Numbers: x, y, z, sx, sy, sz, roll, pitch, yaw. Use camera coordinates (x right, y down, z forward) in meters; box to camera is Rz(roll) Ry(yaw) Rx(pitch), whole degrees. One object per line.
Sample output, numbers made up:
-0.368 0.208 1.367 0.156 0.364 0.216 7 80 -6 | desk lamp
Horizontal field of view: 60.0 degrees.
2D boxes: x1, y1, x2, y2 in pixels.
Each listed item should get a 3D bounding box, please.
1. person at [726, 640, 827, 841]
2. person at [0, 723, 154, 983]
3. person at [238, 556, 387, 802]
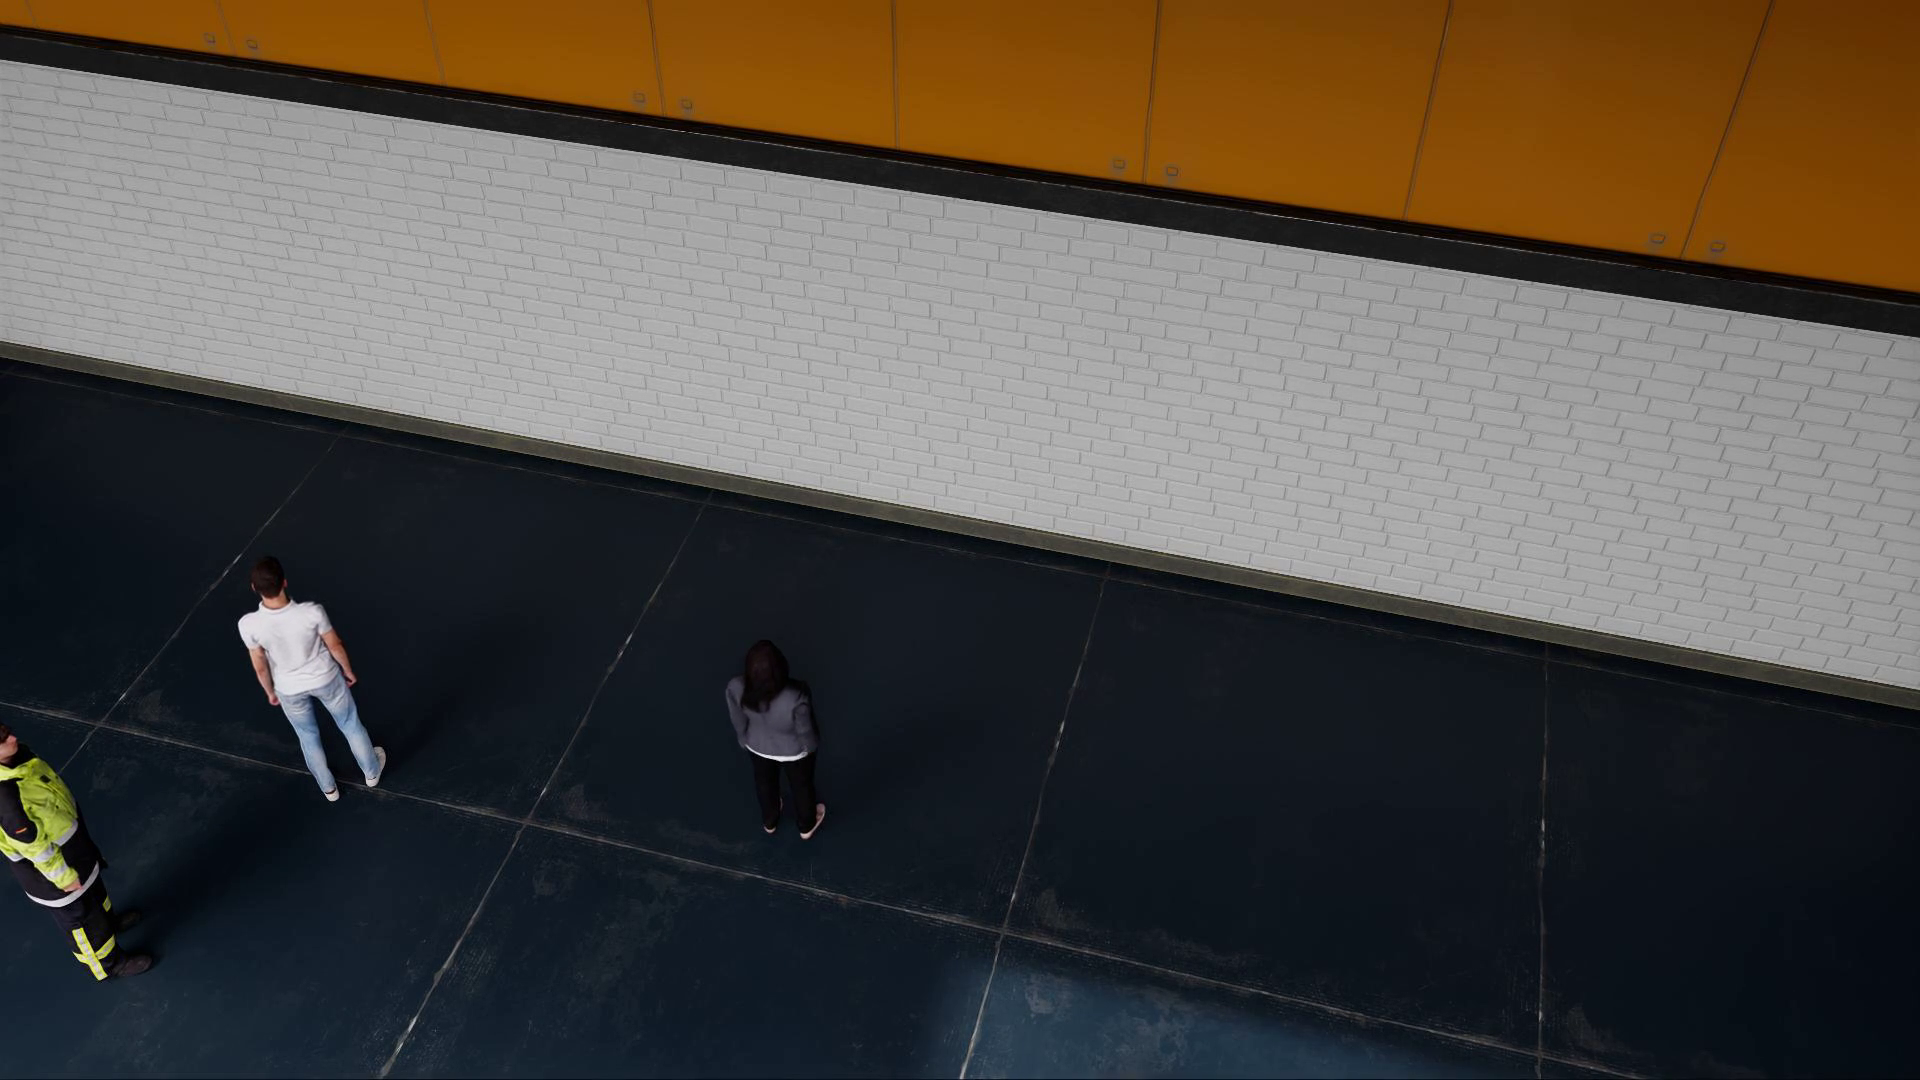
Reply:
-1.053 1.155 9.585 0.663 1.595 0.644 13 45 13 | person
-4.830 1.620 8.816 0.921 1.983 0.850 -20 47 -20 | person
-3.821 0.827 9.744 0.732 1.850 0.750 -15 46 -15 | person
